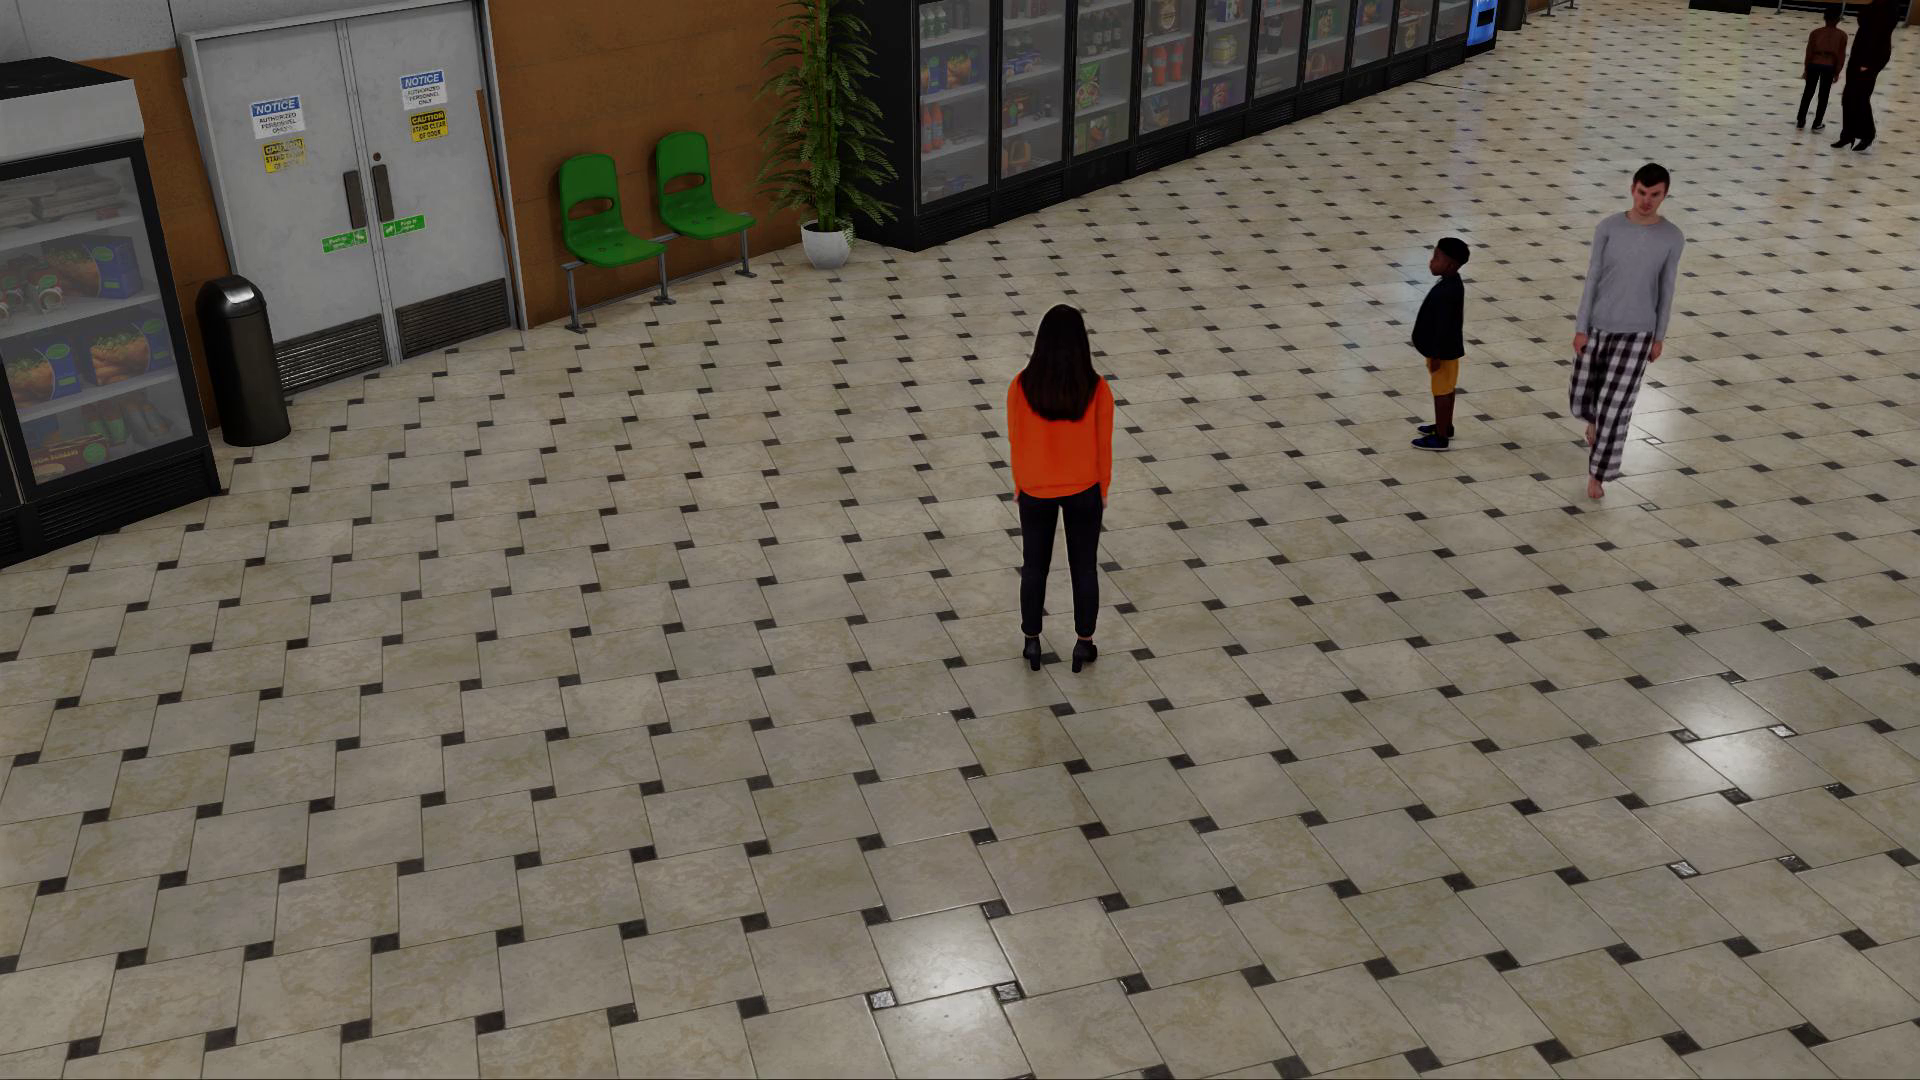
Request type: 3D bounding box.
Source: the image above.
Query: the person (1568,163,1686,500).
[{"bbox_3d":[3.627,-1.180,9.175,0.972,1.821,0.818,12,29,23],"label":"person"}]

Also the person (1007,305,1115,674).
[{"bbox_3d":[0.443,-0.208,7.339,0.664,1.748,0.769,4,27,8],"label":"person"}]

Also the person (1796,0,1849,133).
[{"bbox_3d":[8.800,-4.825,16.990,0.418,1.254,0.595,18,32,31],"label":"person"}]

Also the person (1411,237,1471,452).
[{"bbox_3d":[2.849,-1.156,9.744,0.601,1.265,0.579,11,29,20],"label":"person"}]

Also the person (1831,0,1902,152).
[{"bbox_3d":[8.831,-4.642,16.078,0.682,1.753,0.713,12,29,23],"label":"person"}]
